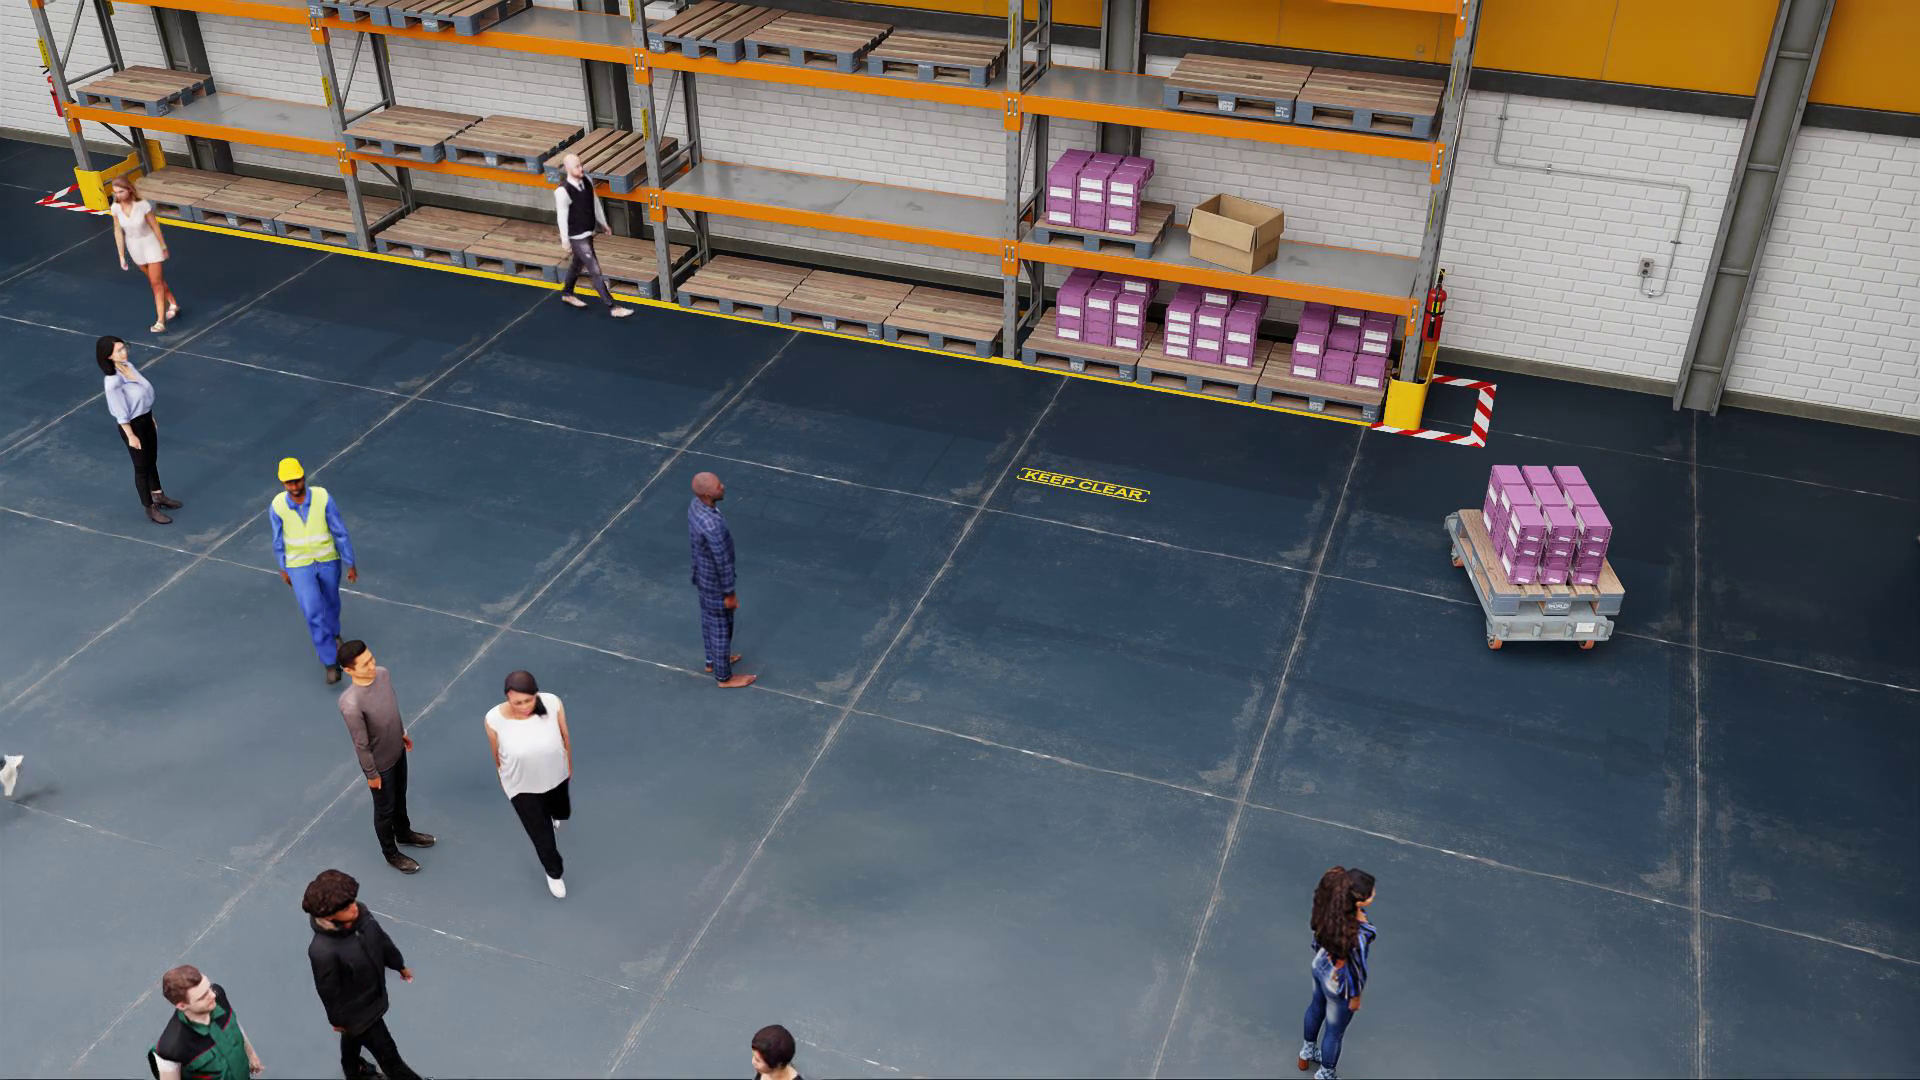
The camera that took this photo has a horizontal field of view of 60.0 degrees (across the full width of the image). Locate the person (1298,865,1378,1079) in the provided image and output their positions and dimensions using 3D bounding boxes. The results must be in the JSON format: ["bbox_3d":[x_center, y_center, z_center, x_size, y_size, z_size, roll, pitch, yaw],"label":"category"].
[{"bbox_3d":[2.108,2.443,9.303,0.722,1.615,0.692,-8,35,-12],"label":"person"}]

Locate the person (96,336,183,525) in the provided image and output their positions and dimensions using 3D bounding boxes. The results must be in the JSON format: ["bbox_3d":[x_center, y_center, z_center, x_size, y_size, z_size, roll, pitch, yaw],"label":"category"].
[{"bbox_3d":[-7.086,-0.964,14.313,0.695,1.744,0.720,-1,34,-2],"label":"person"}]

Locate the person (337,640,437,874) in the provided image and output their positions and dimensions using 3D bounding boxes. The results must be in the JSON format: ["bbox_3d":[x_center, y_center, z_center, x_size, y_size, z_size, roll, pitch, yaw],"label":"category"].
[{"bbox_3d":[-3.750,1.374,10.773,0.578,1.769,0.671,7,34,11],"label":"person"}]

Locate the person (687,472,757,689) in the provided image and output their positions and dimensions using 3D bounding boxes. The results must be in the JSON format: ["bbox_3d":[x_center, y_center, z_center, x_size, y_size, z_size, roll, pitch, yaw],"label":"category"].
[{"bbox_3d":[-1.828,0.280,12.373,0.822,1.818,0.759,-15,36,-21],"label":"person"}]

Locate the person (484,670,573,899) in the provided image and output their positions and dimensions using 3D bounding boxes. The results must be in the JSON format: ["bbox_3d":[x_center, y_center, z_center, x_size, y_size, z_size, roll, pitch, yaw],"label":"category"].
[{"bbox_3d":[-2.729,1.478,10.707,1.005,1.668,1.071,-15,37,-22],"label":"person"}]

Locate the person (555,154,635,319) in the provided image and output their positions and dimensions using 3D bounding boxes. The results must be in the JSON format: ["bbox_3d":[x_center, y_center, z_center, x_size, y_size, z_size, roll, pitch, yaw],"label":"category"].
[{"bbox_3d":[-4.082,-3.230,17.699,1.202,1.769,0.698,12,36,18],"label":"person"}]

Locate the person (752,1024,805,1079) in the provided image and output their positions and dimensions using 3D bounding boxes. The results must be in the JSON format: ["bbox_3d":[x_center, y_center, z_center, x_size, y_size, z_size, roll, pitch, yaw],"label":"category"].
[{"bbox_3d":[-0.823,3.015,8.530,1.031,1.519,1.014,-18,38,-25],"label":"person"}]

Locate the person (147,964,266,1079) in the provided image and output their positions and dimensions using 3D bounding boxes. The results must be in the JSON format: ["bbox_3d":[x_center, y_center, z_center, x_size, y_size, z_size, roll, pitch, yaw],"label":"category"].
[{"bbox_3d":[-3.881,2.836,8.548,1.193,1.797,0.804,5,34,7],"label":"person"}]

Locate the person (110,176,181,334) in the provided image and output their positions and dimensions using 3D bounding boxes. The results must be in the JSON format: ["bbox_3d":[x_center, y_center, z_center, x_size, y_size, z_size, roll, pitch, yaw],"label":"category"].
[{"bbox_3d":[-8.573,-3.082,17.583,1.051,1.651,0.881,-1,34,-1],"label":"person"}]

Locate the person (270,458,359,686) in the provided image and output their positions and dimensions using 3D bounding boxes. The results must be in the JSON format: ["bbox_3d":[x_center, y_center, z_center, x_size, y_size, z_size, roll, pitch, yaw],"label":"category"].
[{"bbox_3d":[-4.912,0.123,12.635,1.073,1.791,1.151,-16,37,-23],"label":"person"}]

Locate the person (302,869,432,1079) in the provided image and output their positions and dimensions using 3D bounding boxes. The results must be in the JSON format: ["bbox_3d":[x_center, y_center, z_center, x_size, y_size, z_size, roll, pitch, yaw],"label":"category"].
[{"bbox_3d":[-3.378,2.482,9.129,1.104,1.743,0.805,2,34,4],"label":"person"}]
